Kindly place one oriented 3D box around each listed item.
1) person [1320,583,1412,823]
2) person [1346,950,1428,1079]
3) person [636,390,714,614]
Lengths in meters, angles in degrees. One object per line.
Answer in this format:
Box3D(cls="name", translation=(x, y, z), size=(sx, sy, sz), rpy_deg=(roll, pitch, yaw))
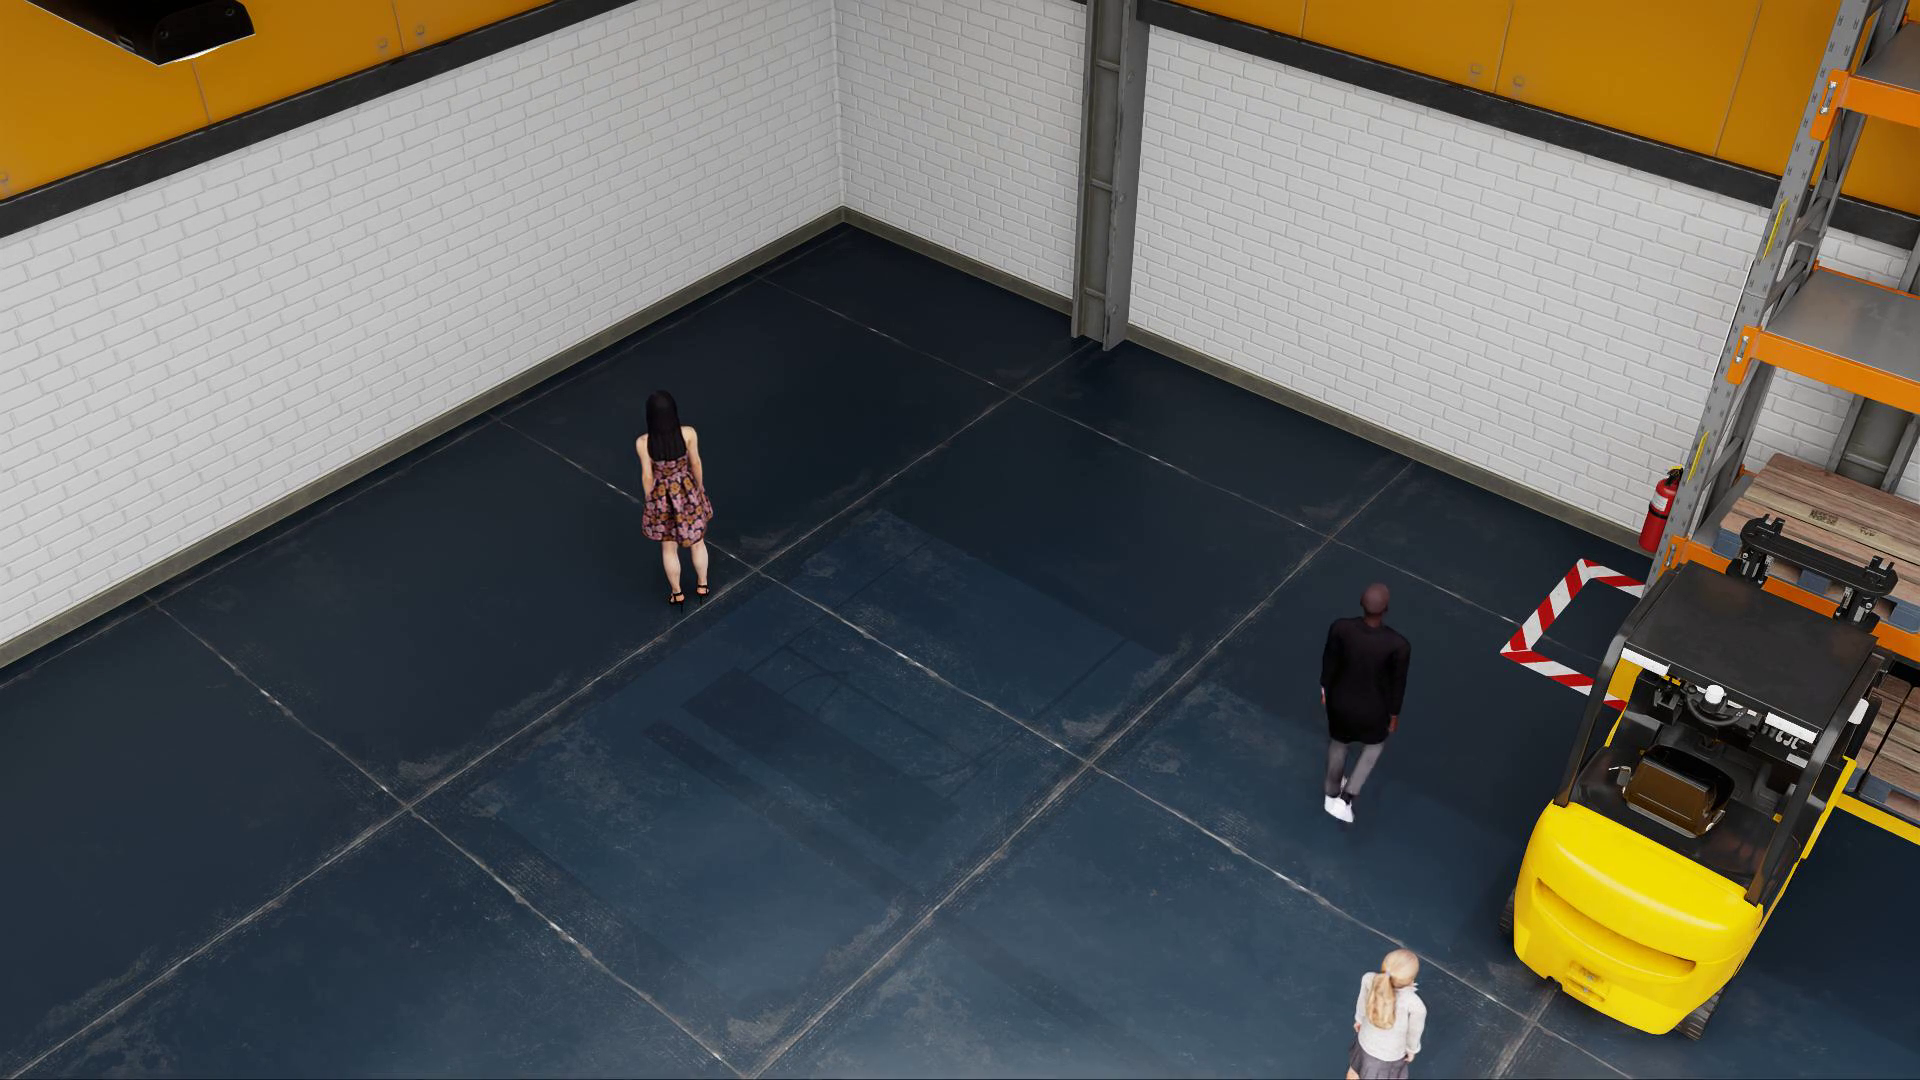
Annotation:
Box3D(cls="person", translation=(2.286, 1.004, 9.661), size=(0.750, 1.752, 0.795), rpy_deg=(20, 43, 23))
Box3D(cls="person", translation=(2.098, 2.456, 8.226), size=(0.443, 1.275, 0.555), rpy_deg=(28, 47, 31))
Box3D(cls="person", translation=(-1.924, -0.263, 11.230), size=(0.786, 1.775, 0.820), rpy_deg=(-14, 41, -17))
